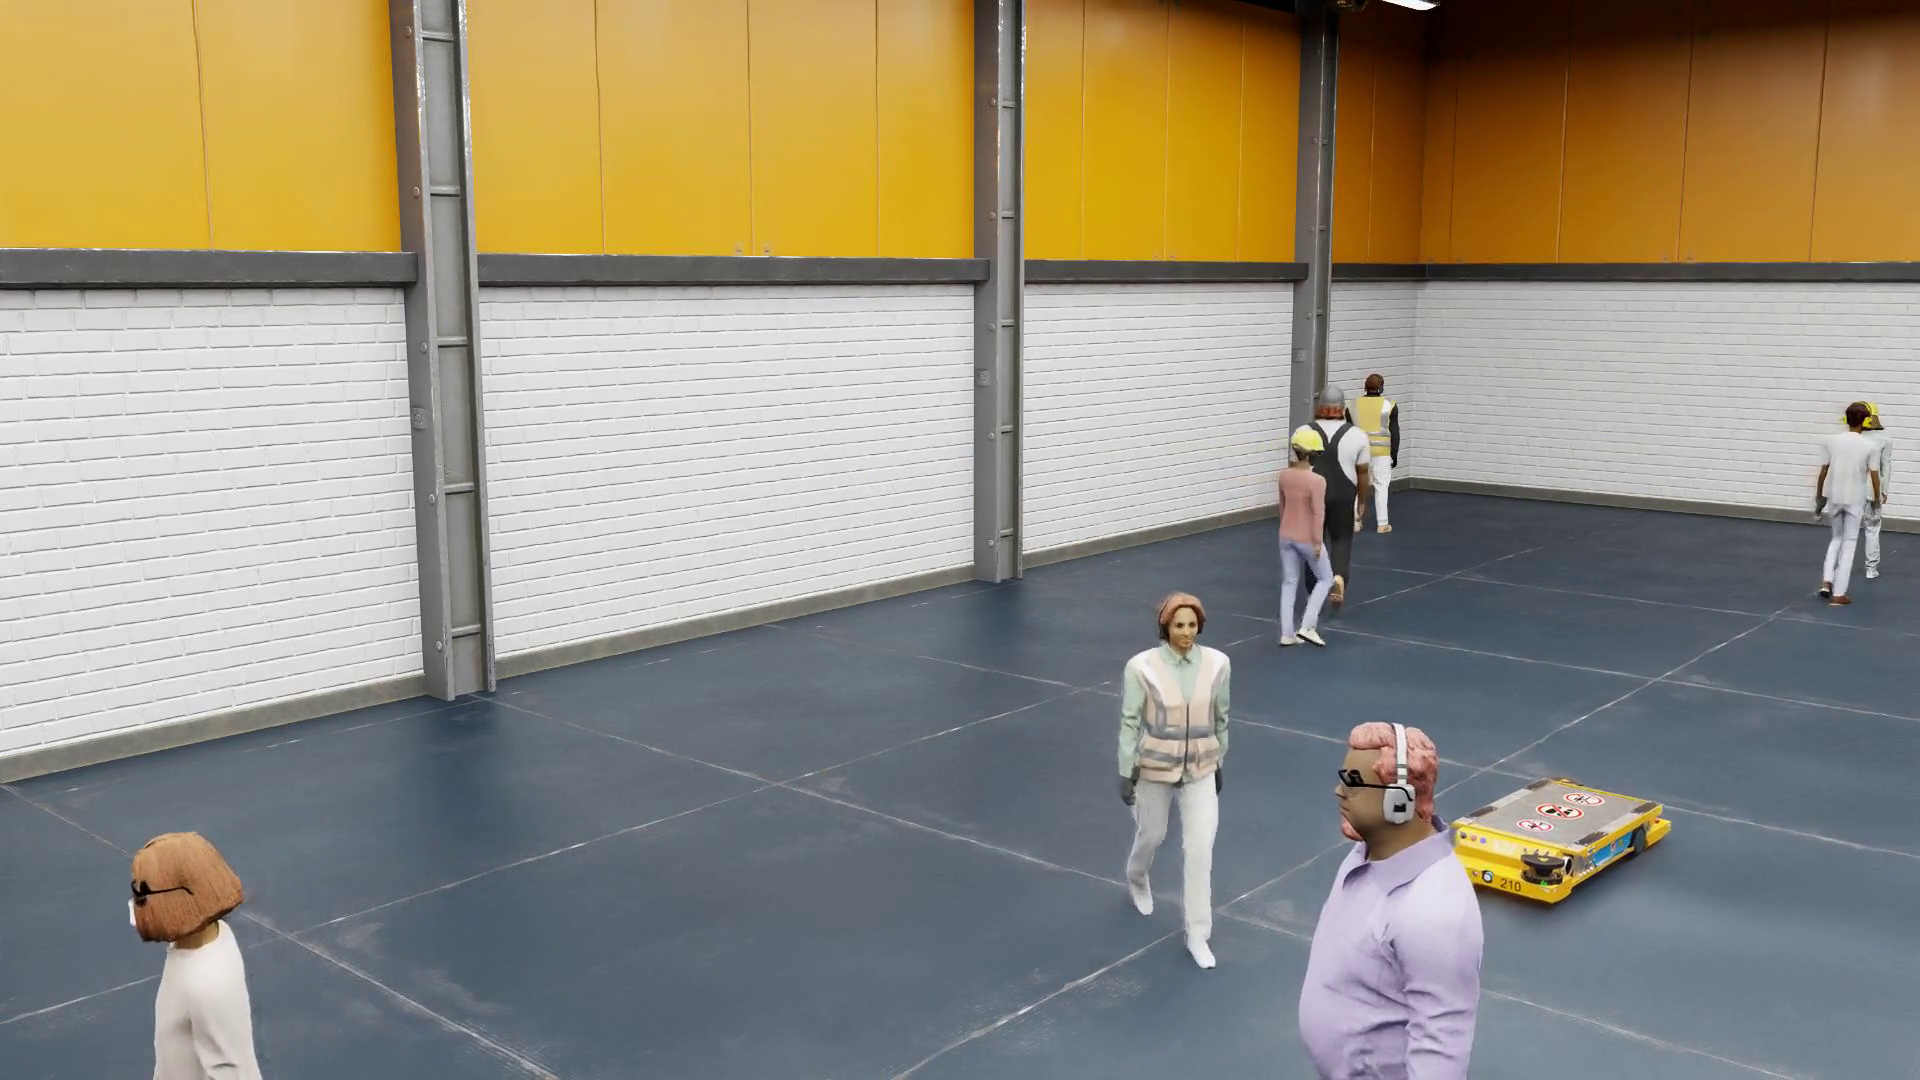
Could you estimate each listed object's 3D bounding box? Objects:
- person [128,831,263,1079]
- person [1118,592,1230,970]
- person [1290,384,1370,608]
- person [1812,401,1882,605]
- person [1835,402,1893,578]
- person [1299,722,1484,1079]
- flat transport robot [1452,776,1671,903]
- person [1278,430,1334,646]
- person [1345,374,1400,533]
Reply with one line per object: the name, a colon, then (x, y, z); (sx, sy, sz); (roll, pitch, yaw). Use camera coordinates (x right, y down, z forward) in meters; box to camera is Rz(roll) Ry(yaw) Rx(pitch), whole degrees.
person: (-1.986, 1.520, 4.237); (0.828, 1.587, 0.514); (-4, 10, -25)
person: (0.934, 1.005, 7.422); (0.519, 1.606, 0.798); (-2, 9, -10)
person: (3.272, -0.387, 14.787); (0.696, 2.000, 0.757); (2, 9, 14)
person: (8.012, -0.325, 15.015); (0.435, 1.850, 0.534); (-7, 11, -37)
person: (8.904, -0.495, 16.421); (0.484, 1.737, 0.305); (4, 10, 26)
person: (1.035, 1.380, 4.109); (0.400, 1.910, 0.643); (0, 9, 1)
flat transport robot: (3.031, 1.497, 8.494); (0.652, 0.197, 1.431); (9, 12, 43)
person: (2.750, -0.004, 13.298); (0.421, 1.756, 0.531); (-7, 11, -36)
person: (4.781, -1.003, 19.279); (0.627, 1.844, 0.429); (5, 10, 26)
